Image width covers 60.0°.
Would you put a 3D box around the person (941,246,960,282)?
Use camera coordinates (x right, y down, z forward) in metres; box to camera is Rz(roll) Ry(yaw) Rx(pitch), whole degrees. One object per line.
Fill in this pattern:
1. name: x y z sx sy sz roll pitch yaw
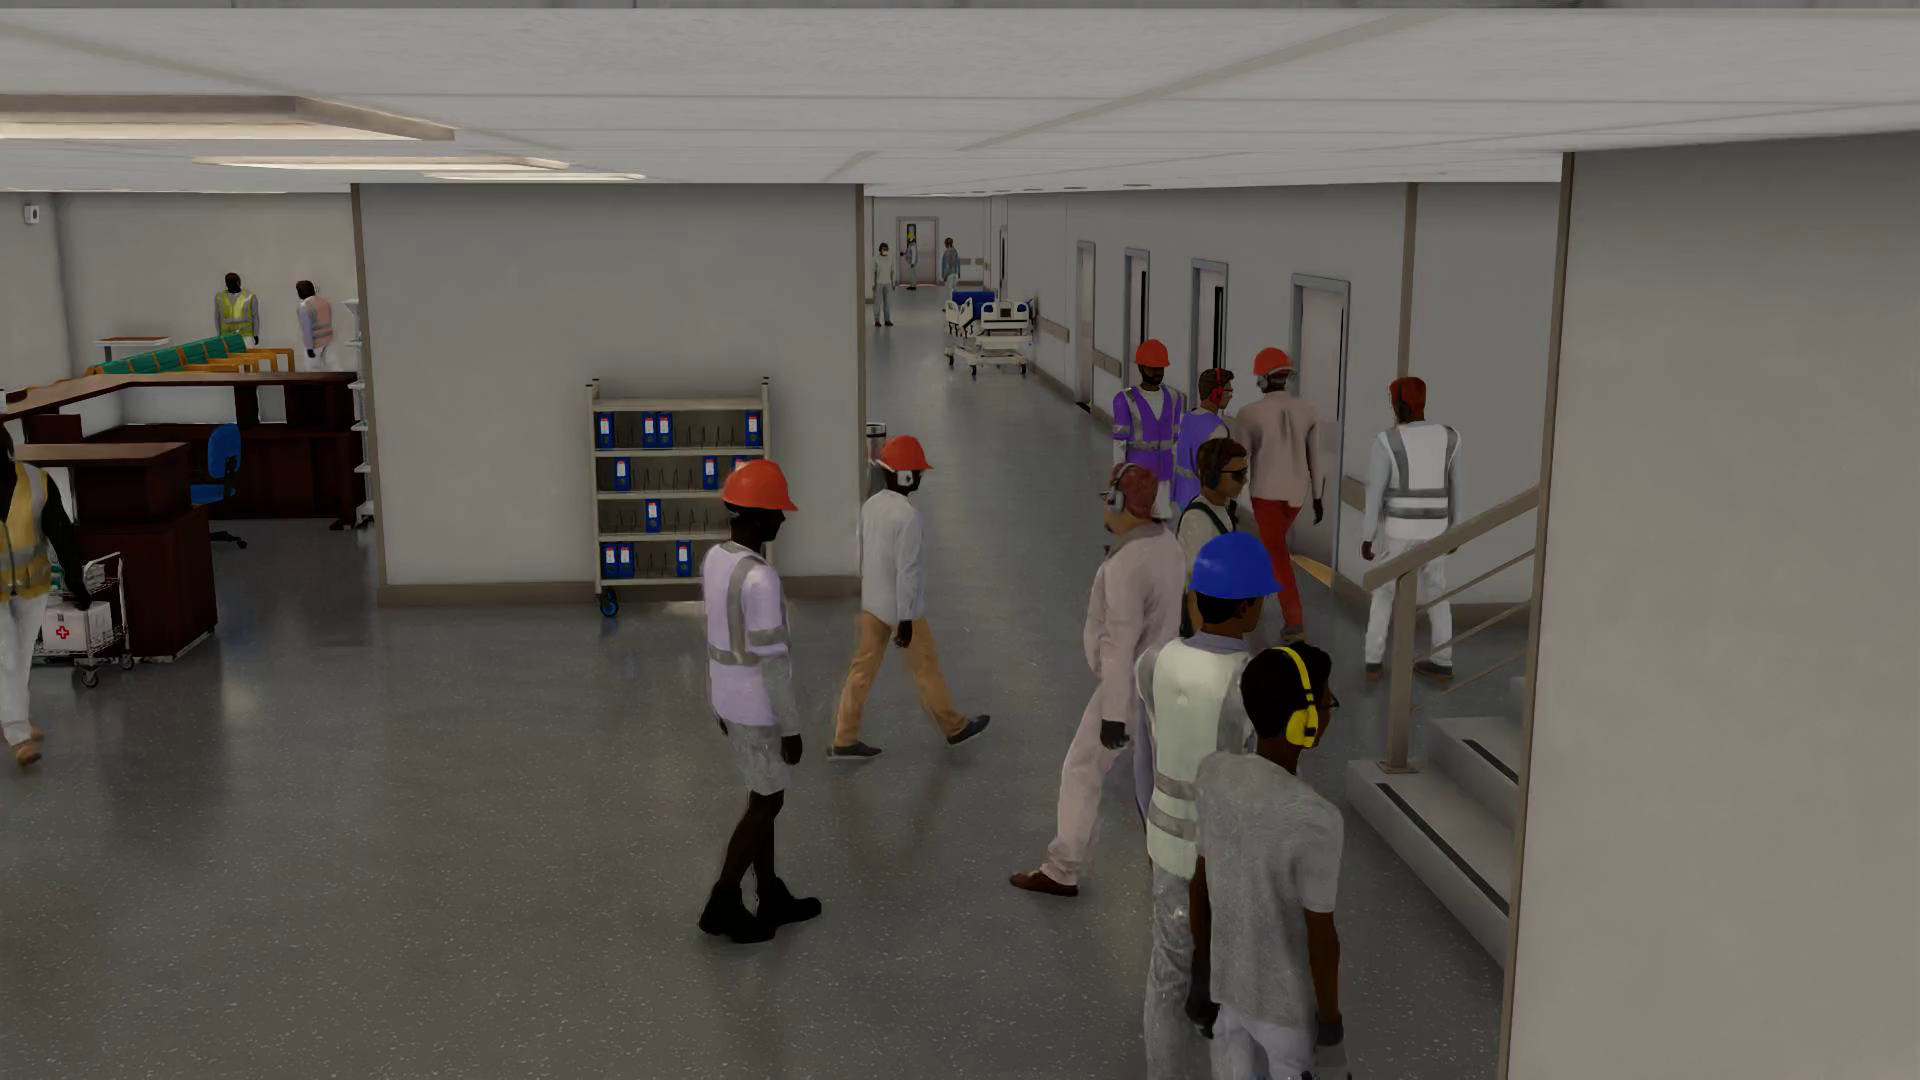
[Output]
1. person: -0.279 -7.543 47.282 0.521 1.612 0.698 3 12 17

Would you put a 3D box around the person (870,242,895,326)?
1. person: -1.780 -5.938 38.639 0.630 1.937 0.373 -6 13 -28

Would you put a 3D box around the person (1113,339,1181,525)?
1. person: 1.349 -0.463 11.874 0.545 1.938 0.355 -6 13 -26

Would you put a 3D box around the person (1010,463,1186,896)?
1. person: 0.737 0.600 6.919 0.940 1.854 0.664 5 13 23

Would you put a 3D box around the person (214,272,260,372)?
1. person: -10.794 -3.070 24.854 0.624 1.844 0.430 -2 12 -9

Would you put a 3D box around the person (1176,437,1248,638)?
1. person: 1.153 0.430 7.762 0.344 1.838 0.521 3 12 15

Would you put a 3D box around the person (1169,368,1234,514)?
1. person: 1.587 -0.207 10.887 0.389 1.836 0.560 -3 12 -13

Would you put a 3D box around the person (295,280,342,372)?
1. person: -9.130 -2.823 23.797 0.884 1.797 0.683 4 12 18

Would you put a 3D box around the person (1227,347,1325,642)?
1. person: 2.115 -0.323 11.210 0.627 1.933 1.087 -4 12 -19

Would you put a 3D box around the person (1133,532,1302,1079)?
1. person: 0.776 0.936 5.016 0.391 1.948 0.605 -10 15 -39

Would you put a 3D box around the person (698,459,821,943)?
1. person: -0.800 0.641 6.512 0.537 1.927 0.563 -6 13 -28

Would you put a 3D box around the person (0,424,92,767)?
1. person: -4.935 0.268 8.667 0.964 1.782 0.651 11 16 43

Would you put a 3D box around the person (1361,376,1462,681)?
1. person: 2.749 -0.059 10.063 0.658 1.870 0.418 -2 12 -11

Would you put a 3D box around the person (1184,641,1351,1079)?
1. person: 0.737 1.160 4.174 0.630 1.852 0.513 -6 13 -28

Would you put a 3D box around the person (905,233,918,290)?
1. person: -1.576 -9.043 54.058 0.404 1.834 0.591 -1 12 -6

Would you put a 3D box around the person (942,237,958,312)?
1. person: -0.266 -6.946 43.553 0.377 1.940 0.628 5 13 23

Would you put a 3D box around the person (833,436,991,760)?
1. person: -0.287 0.301 8.702 0.912 1.699 0.588 -7 13 -29
